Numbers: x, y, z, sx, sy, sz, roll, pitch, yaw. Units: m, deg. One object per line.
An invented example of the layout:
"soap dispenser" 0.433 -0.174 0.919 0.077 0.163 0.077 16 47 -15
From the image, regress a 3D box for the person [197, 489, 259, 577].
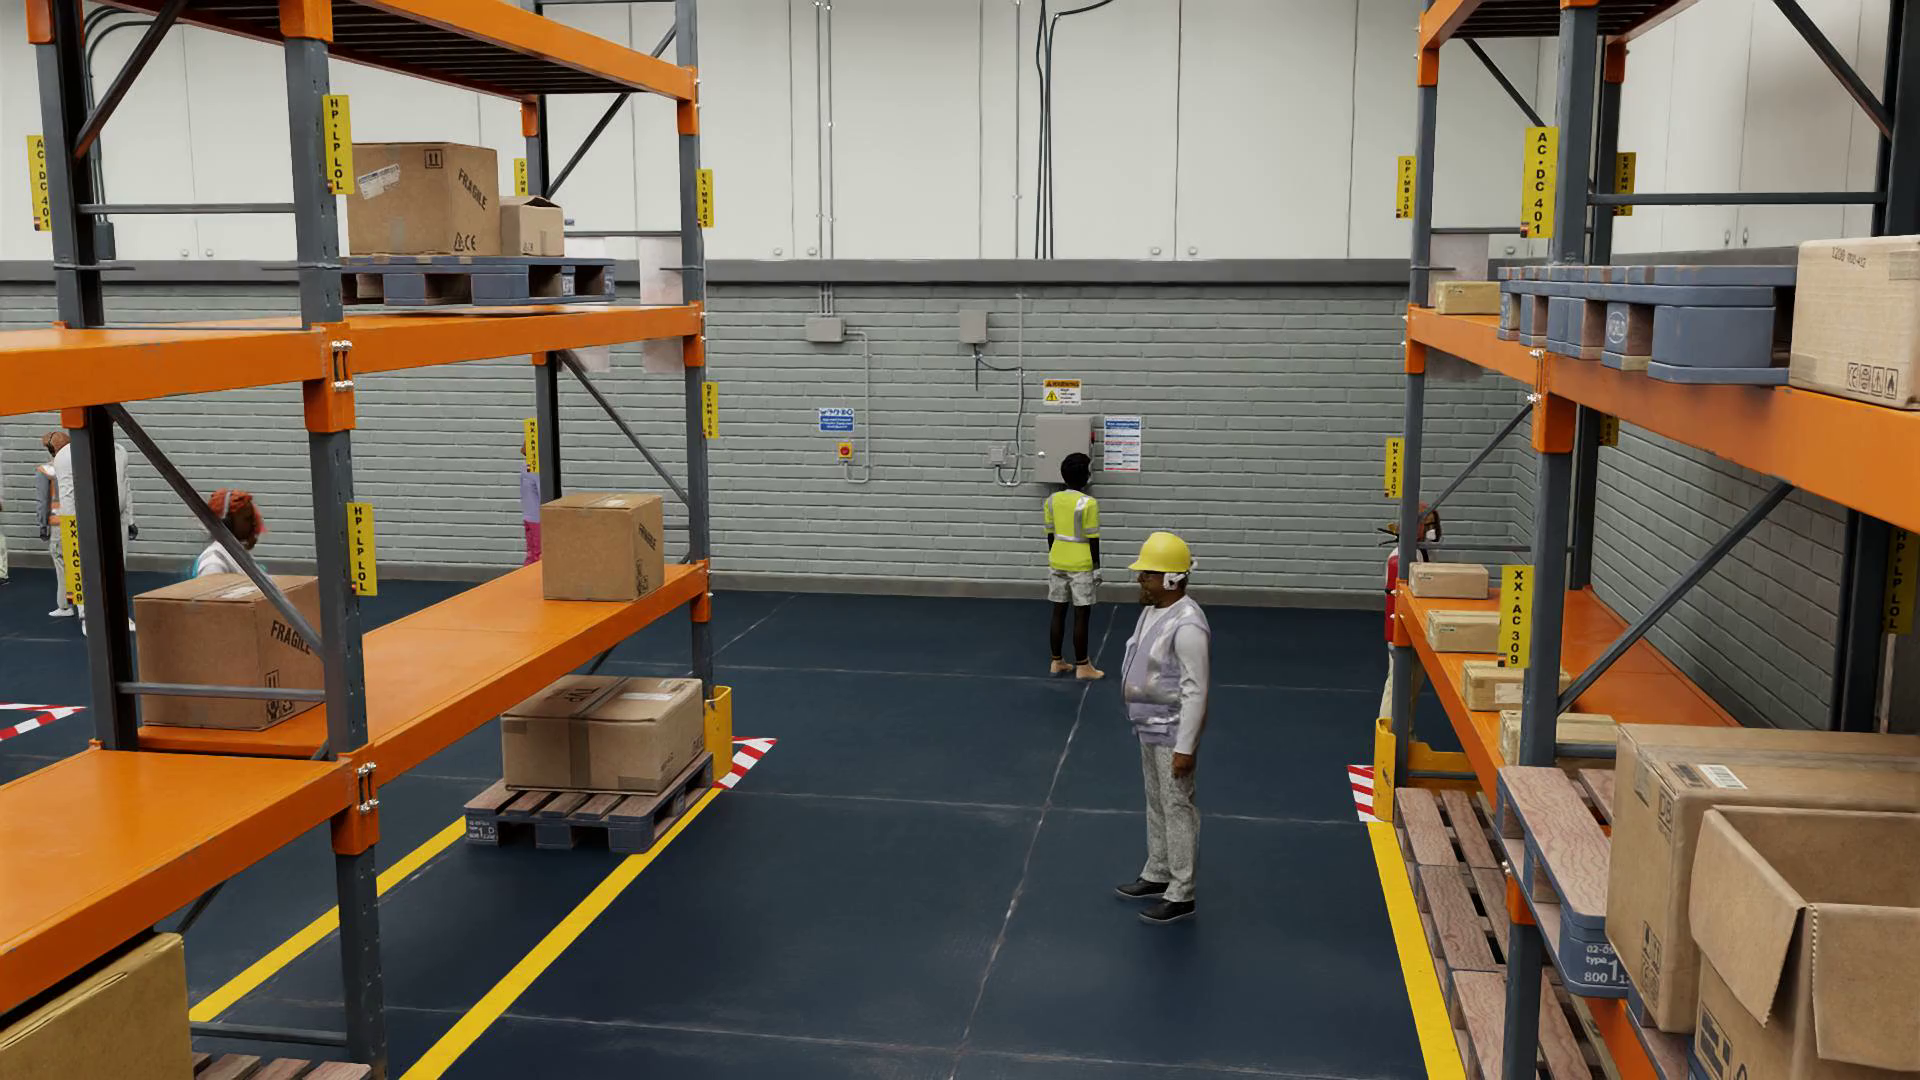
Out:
"person" -3.920 0.657 8.970 0.355 1.876 0.571 -2 9 -12

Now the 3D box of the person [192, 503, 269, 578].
"person" -4.243 0.622 9.699 0.568 1.707 0.872 5 11 29

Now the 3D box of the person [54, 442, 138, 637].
"person" -7.122 -0.145 13.804 0.407 1.908 0.641 4 10 24

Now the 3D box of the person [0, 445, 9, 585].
"person" -9.441 -0.413 15.978 0.573 1.738 0.355 3 10 20

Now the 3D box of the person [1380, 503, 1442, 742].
"person" 2.772 0.577 10.191 0.507 1.632 0.264 -9 13 -44

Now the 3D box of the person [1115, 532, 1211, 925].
"person" 0.953 0.870 7.770 0.404 1.834 0.591 -2 9 -11

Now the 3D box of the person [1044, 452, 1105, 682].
"person" 0.849 0.198 12.332 0.320 1.698 0.531 -8 12 -40
